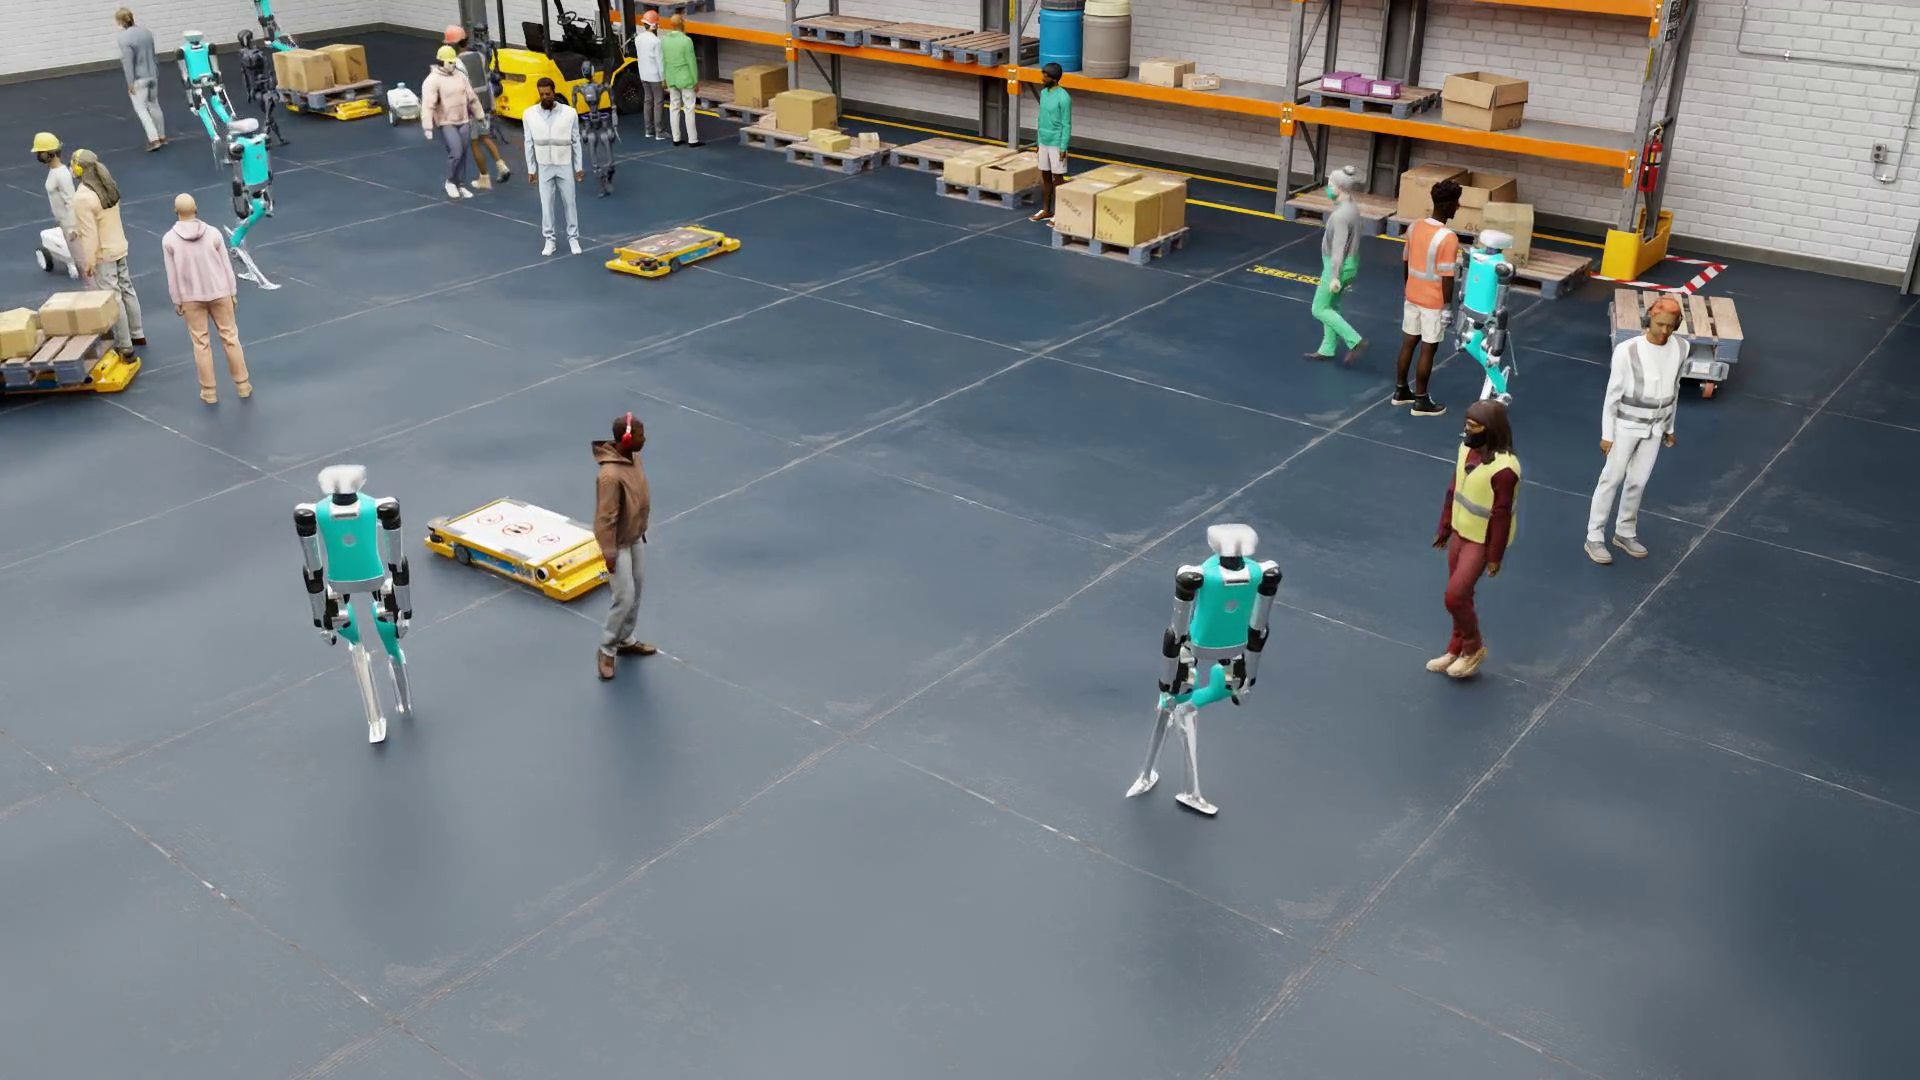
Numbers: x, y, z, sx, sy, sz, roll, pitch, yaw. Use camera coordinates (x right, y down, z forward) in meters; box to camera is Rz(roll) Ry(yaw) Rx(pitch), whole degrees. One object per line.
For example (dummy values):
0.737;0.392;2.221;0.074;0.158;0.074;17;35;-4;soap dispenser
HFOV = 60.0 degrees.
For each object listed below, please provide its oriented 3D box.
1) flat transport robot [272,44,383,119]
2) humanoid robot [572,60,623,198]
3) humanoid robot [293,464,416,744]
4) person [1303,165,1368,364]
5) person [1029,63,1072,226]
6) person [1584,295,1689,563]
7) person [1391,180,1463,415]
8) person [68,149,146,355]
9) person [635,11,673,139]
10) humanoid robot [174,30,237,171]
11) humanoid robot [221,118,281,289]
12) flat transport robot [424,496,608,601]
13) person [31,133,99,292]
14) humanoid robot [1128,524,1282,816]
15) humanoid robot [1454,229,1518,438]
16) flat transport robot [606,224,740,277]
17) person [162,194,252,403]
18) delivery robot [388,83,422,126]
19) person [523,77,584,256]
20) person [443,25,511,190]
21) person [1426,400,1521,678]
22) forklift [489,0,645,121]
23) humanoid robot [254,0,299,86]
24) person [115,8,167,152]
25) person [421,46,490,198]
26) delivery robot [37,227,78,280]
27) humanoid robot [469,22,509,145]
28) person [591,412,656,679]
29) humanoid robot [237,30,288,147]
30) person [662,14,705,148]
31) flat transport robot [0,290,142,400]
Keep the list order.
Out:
-9.520;-6.597;25.232;1.431;0.231;0.659;16;30;30;flat transport robot
-4.440;-5.064;20.458;0.594;1.631;0.492;-1;26;-1;humanoid robot
-3.277;0.389;9.203;0.542;1.900;0.729;-7;27;-14;humanoid robot
3.409;-2.434;14.816;0.510;1.828;0.517;13;29;25;person
1.084;-4.577;19.235;0.381;1.847;0.507;-18;31;-32;person
4.599;-0.753;11.271;0.583;1.883;0.337;-8;27;-16;person
3.890;-2.009;13.781;0.361;1.963;0.611;-9;27;-18;person
-7.763;-2.615;15.143;0.409;1.877;0.554;2;26;4;person
-4.312;-6.553;23.441;0.351;1.746;0.575;-23;34;-40;person
-9.737;-5.659;21.712;0.687;1.891;0.541;22;34;38;humanoid robot
-7.387;-3.439;17.025;0.856;1.768;0.531;10;27;20;humanoid robot
-2.979;0.041;11.486;1.431;0.231;0.659;17;31;31;flat transport robot
-8.726;-3.091;16.249;0.323;1.766;0.531;-17;31;-31;person
1.208;0.627;8.592;0.598;1.783;0.859;-5;26;-10;humanoid robot
4.261;-1.577;13.194;0.667;1.833;0.555;-11;28;-21;humanoid robot
-3.111;-3.151;18.096;0.659;0.231;1.431;17;30;31;flat transport robot
-6.365;-2.028;14.027;0.525;1.784;0.404;-13;29;-26;person
-8.205;-6.422;24.559;0.499;0.610;0.804;-12;28;-24;delivery robot
-4.407;-4.067;18.097;0.597;1.917;0.376;-4;26;-9;person
-6.030;-5.358;20.668;0.605;2.013;0.640;15;29;28;person
3.022;0.006;9.840;0.448;1.760;0.503;-7;27;-14;person
-5.874;-7.334;24.552;1.214;2.155;2.313;19;32;34;forklift
-10.778;-8.131;26.741;0.984;1.761;0.532;-3;26;-5;humanoid robot
-11.177;-6.313;22.775;0.647;1.909;0.716;7;27;15;person
-6.186;-5.083;20.293;0.497;1.841;0.794;17;31;31;person
-9.449;-3.098;17.668;0.794;0.603;0.499;22;33;38;delivery robot
-6.618;-6.344;23.112;0.647;1.641;0.601;13;29;25;humanoid robot
-2.032;0.021;9.948;0.365;1.634;0.525;6;26;12;person
-9.551;-6.148;22.738;0.609;1.616;0.740;12;28;23;humanoid robot
-3.827;-6.313;22.904;0.538;1.784;0.383;12;28;24;person
-8.033;-1.452;14.578;1.431;0.231;0.659;-5;26;-9;flat transport robot
